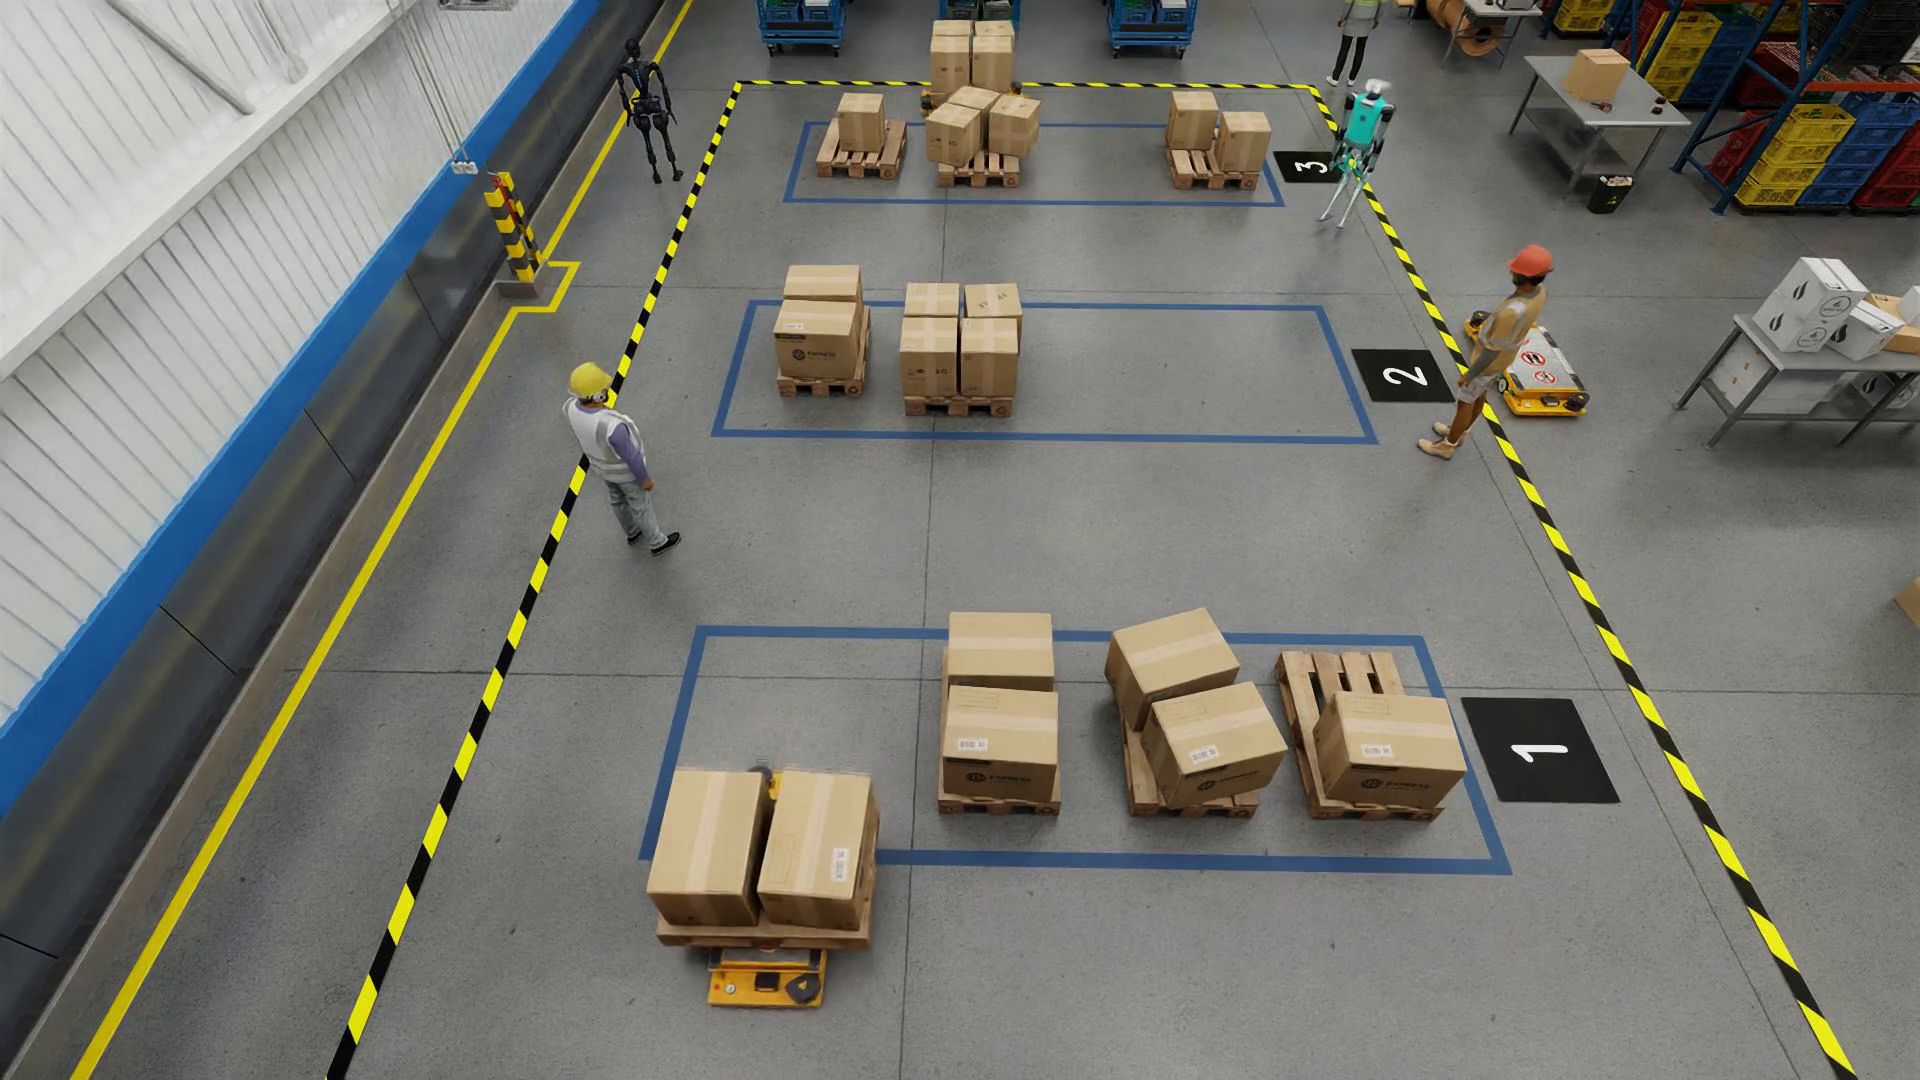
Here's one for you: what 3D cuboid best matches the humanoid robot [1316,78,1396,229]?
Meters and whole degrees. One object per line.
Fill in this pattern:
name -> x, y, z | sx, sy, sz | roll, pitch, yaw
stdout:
humanoid robot -> 4.487, -4.352, 10.240 | 0.533, 1.677, 0.735 | 34, 57, 26

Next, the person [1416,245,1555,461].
person -> 4.410, -1.526, 7.689 | 0.605, 2.034, 0.388 | -34, 57, -26

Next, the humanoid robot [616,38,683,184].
humanoid robot -> -3.763, -5.168, 11.066 | 0.599, 1.655, 0.315 | -8, 50, -7

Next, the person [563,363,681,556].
person -> -2.593, -0.588, 7.006 | 0.589, 1.834, 0.404 | 25, 54, 20

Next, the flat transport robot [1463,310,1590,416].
flat transport robot -> 5.573, -1.757, 9.054 | 0.659, 0.231, 1.431 | 1, 49, 1

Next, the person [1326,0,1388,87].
person -> 5.618, -7.346, 12.844 | 0.594, 1.852, 0.367 | 2, 49, 2

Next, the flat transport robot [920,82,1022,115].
flat transport robot -> 0.166, -6.227, 12.905 | 1.431, 0.197, 0.652 | 1, 49, 1

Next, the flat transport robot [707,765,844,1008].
flat transport robot -> -1.116, 2.101, 5.696 | 0.652, 0.197, 1.431 | 1, 49, 1
